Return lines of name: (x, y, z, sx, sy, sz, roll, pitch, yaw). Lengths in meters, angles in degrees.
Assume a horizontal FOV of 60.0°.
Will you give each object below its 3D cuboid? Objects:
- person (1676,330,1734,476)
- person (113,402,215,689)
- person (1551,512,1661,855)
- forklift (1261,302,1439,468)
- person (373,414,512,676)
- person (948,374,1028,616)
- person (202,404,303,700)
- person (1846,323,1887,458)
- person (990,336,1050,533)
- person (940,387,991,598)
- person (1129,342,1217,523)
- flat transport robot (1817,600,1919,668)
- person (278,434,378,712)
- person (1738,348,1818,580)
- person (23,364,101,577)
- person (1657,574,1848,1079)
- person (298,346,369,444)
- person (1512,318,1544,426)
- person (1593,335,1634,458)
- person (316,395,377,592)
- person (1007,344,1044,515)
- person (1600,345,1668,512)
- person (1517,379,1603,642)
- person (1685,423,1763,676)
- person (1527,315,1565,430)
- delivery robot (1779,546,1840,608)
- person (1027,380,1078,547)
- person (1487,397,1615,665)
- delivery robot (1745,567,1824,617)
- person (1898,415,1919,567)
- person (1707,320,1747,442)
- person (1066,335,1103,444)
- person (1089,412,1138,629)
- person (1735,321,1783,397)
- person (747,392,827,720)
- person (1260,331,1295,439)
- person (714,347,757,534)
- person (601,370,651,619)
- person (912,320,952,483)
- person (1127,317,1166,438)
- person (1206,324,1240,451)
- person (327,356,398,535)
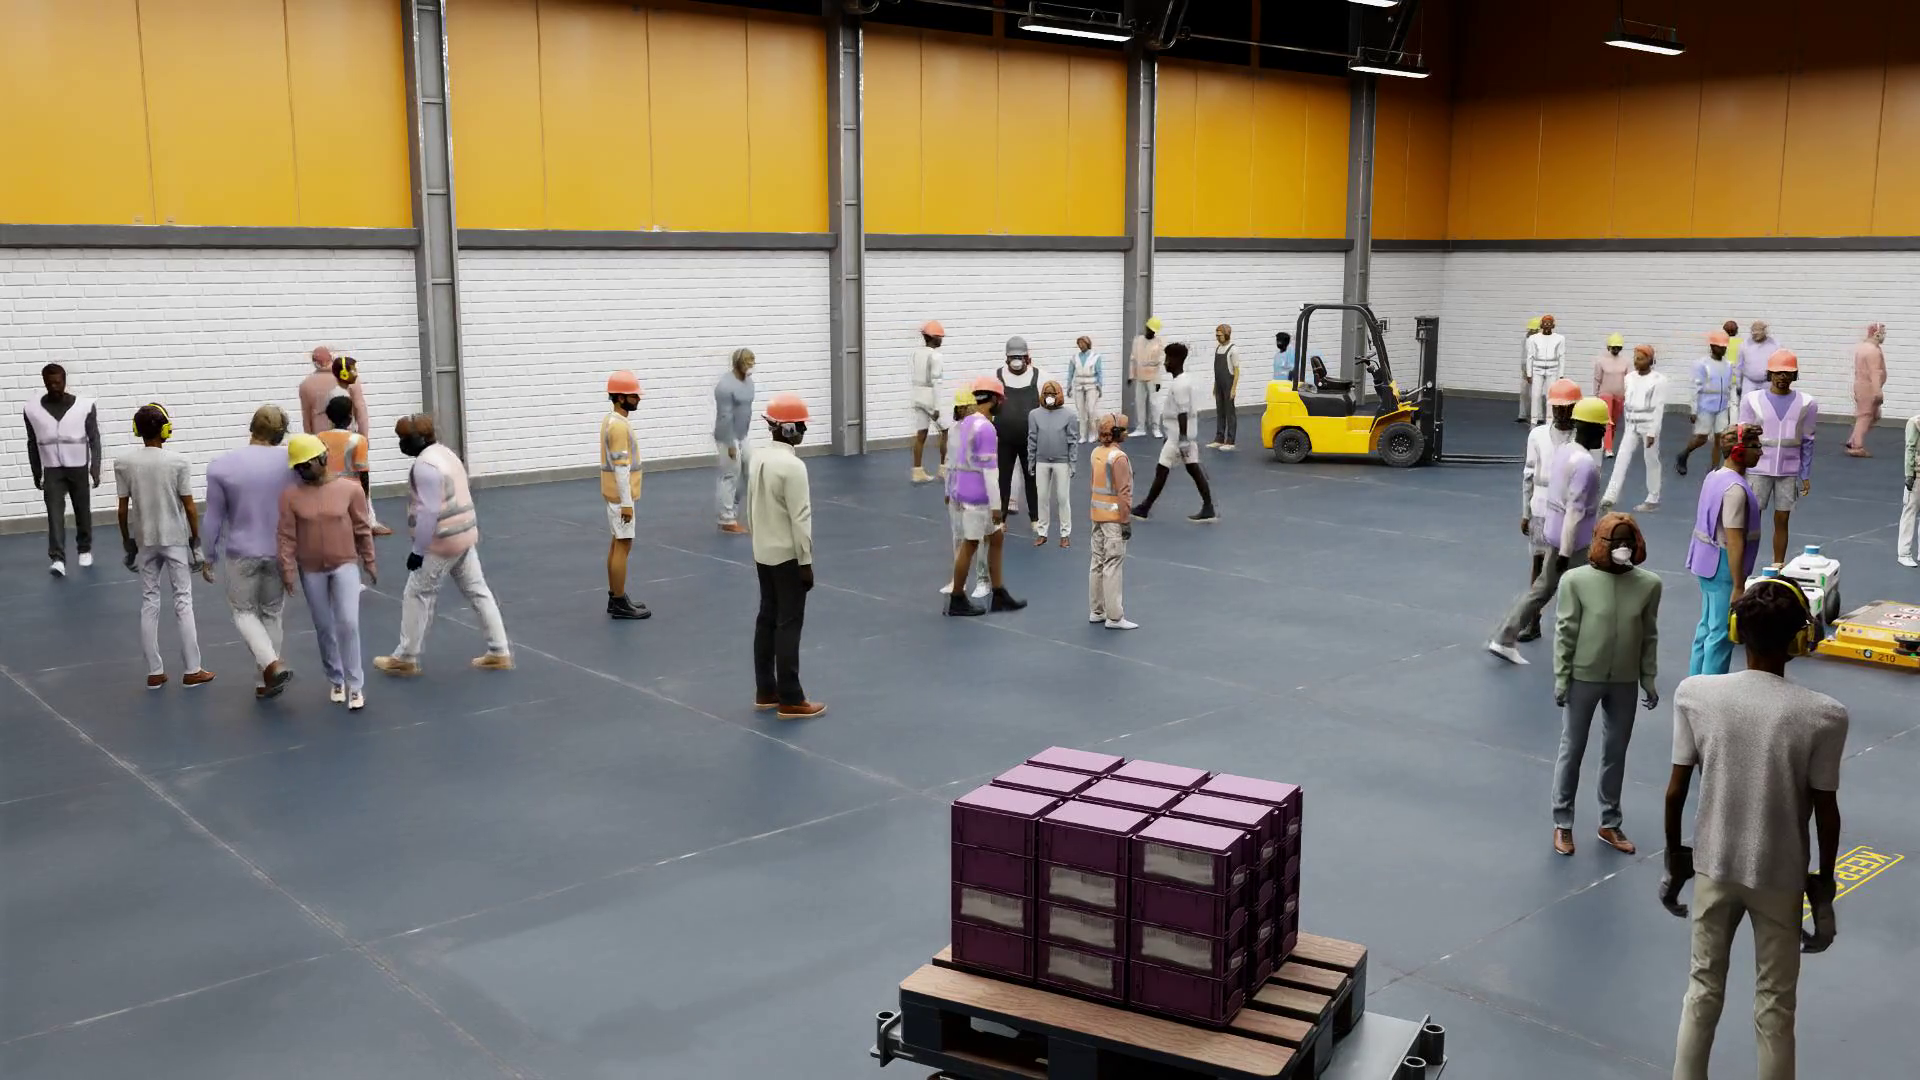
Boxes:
person: (9.285, -1.651, 20.632, 0.548, 1.920, 0.704, -2, 10, -14)
person: (-5.195, 0.041, 10.840, 0.517, 1.874, 0.327, -1, 10, -5)
person: (3.037, 0.673, 7.835, 0.497, 1.634, 0.279, 0, 10, -2)
forklift: (5.320, -2.157, 22.763, 2.313, 2.155, 1.214, 3, 10, 16)
person: (-3.527, 0.046, 11.144, 0.980, 1.763, 0.638, 0, 10, 2)
person: (0.259, -0.335, 12.985, 0.801, 1.885, 0.576, -2, 10, -11)
person: (-4.373, 0.104, 10.421, 0.683, 1.893, 0.654, -6, 12, -33)
person: (12.708, -2.080, 23.223, 0.440, 1.892, 0.648, 3, 10, 19)
person: (0.578, -1.071, 16.854, 0.702, 2.000, 0.535, 0, 10, 0)
person: (0.065, -0.396, 13.772, 0.487, 1.744, 0.297, 7, 12, 35)
person: (2.259, -1.122, 17.548, 1.030, 1.909, 0.614, 3, 10, 17)
flat transport robot: (6.740, 0.655, 11.924, 0.652, 0.197, 1.431, 9, 13, 44)
person: (-3.911, 0.207, 10.292, 0.561, 1.718, 0.751, -3, 10, -16)
person: (6.864, -0.589, 14.024, 0.608, 2.044, 0.370, 3, 10, 15)
person: (-7.969, -0.632, 14.809, 0.597, 1.867, 0.999, -4, 10, -22)
person: (2.396, 1.029, 5.060, 0.519, 1.873, 0.335, 9, 13, 41)
person: (-6.499, -1.062, 17.294, 0.695, 1.884, 0.447, 1, 10, 7)
person: (9.501, -2.801, 27.695, 0.440, 1.799, 0.603, -3, 10, -19)
person: (9.214, -2.038, 23.468, 0.521, 1.719, 0.930, 2, 10, 9)
person: (-5.080, -0.350, 13.672, 0.549, 1.688, 0.444, 3, 10, 16)
person: (0.646, -1.226, 18.156, 0.654, 1.906, 0.403, -7, 12, -35)
person: (7.337, -1.191, 18.126, 0.923, 1.842, 0.605, -5, 11, -25)
person: (4.334, -0.197, 12.042, 0.542, 1.938, 0.358, 6, 12, 33)
person: (4.507, 0.226, 9.828, 0.389, 1.847, 0.563, 2, 10, 11)
person: (9.434, -2.686, 26.806, 0.577, 1.878, 0.344, 3, 10, 17)
delivery robot: (6.626, 0.288, 12.971, 0.477, 0.478, 0.707, 7, 12, 35)
person: (0.896, -0.736, 16.118, 0.502, 1.626, 0.282, 3, 10, 17)
person: (4.119, -0.038, 11.297, 0.966, 1.878, 0.582, 0, 10, 0)
delivery robot: (5.858, 0.443, 12.062, 0.707, 0.478, 0.477, 4, 11, 25)
person: (8.792, -0.576, 15.118, 0.514, 1.644, 0.307, -3, 10, -15)
person: (11.631, -2.401, 25.222, 0.627, 1.846, 0.429, 3, 10, 15)
person: (1.858, -2.250, 24.949, 0.550, 1.624, 0.405, 4, 11, 24)
person: (1.144, -0.145, 12.604, 0.309, 1.641, 0.513, -4, 11, -23)
person: (11.819, -2.303, 24.621, 0.641, 1.849, 0.996, 4, 10, 22)
person: (-1.066, 0.091, 10.186, 0.396, 1.992, 0.623, -7, 12, -34)
person: (5.055, -2.386, 25.646, 0.781, 1.667, 0.535, -5, 11, -26)
person: (-2.258, -0.995, 16.807, 0.439, 1.911, 0.634, 4, 11, 24)
person: (-2.603, -0.354, 12.961, 0.369, 1.935, 0.552, -3, 10, -17)
person: (-0.292, -1.716, 20.717, 0.763, 2.019, 0.610, -7, 12, -36)
person: (2.893, -2.507, 25.740, 0.663, 1.885, 0.393, 8, 13, 40)
person: (3.838, -2.207, 24.101, 0.351, 1.838, 0.506, -5, 11, -27)
person: (-6.223, -0.923, 16.632, 0.963, 1.830, 0.525, -4, 11, -23)
